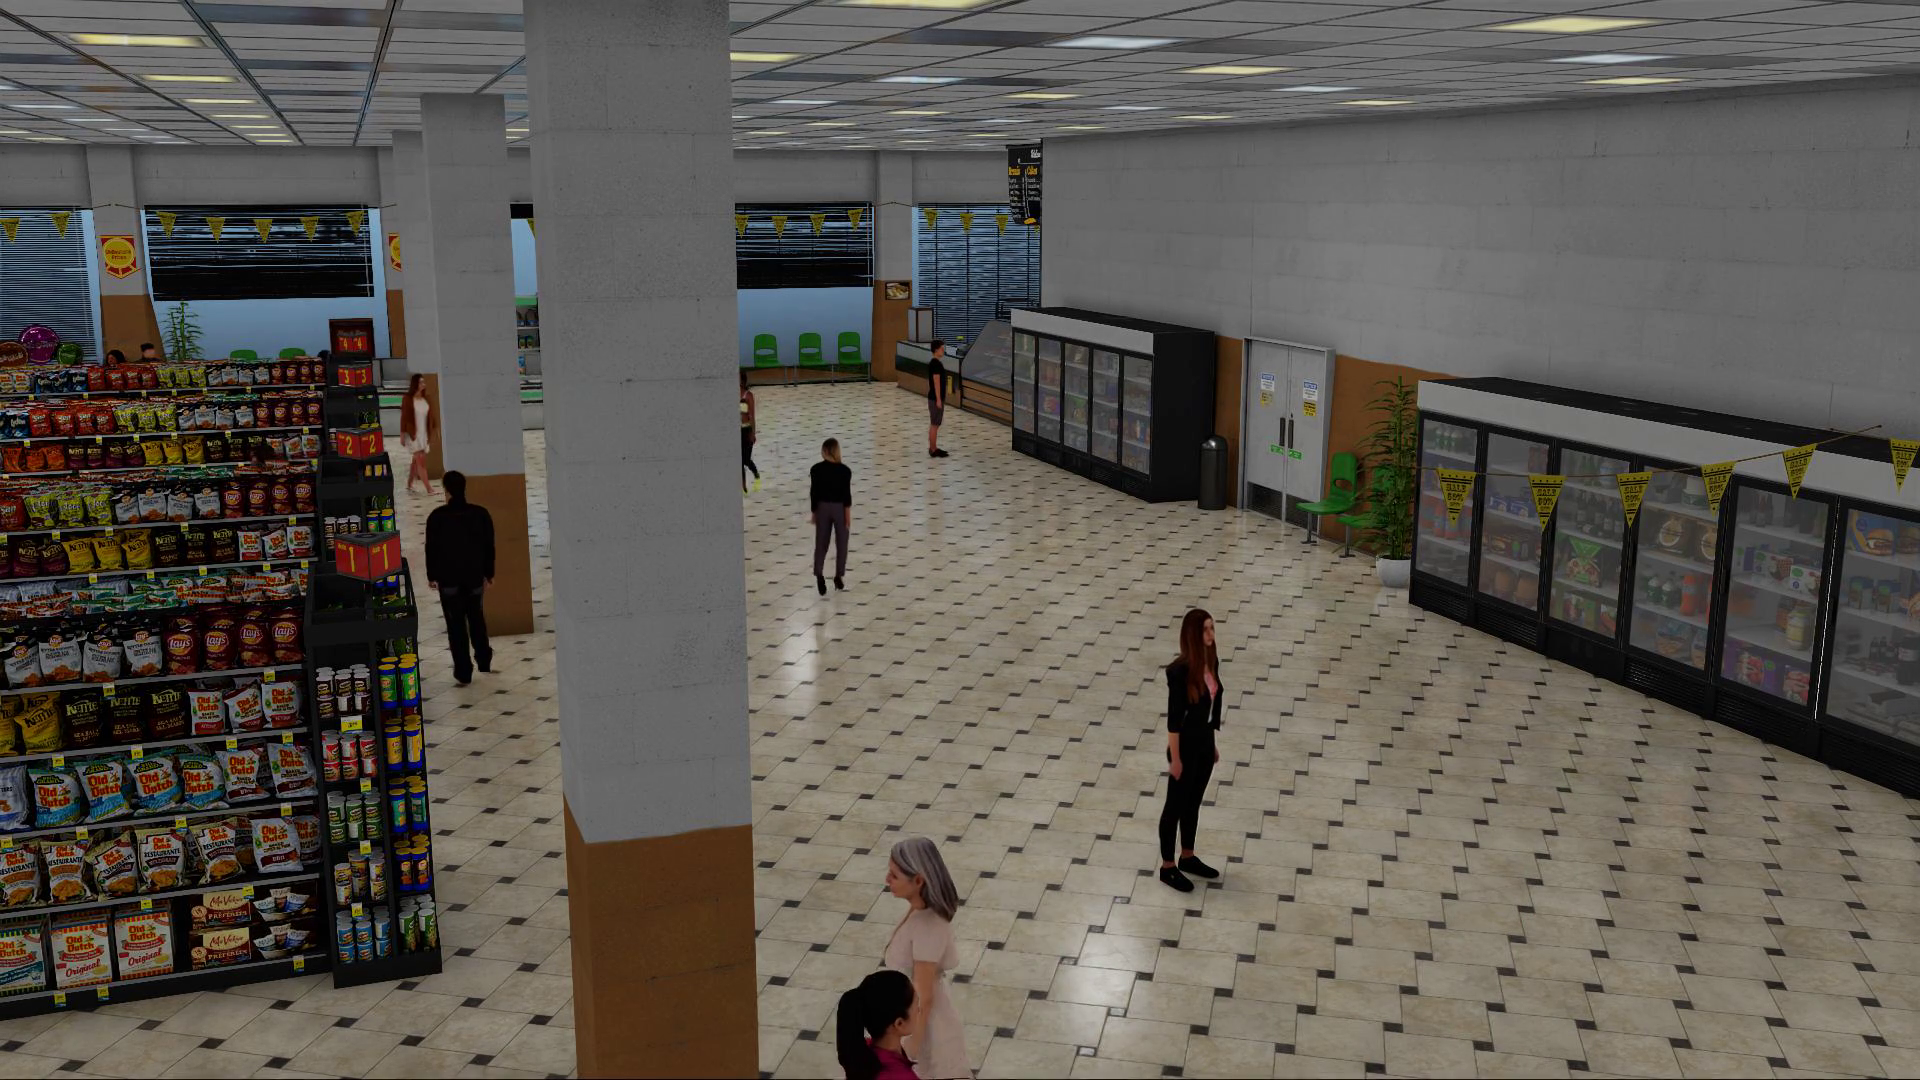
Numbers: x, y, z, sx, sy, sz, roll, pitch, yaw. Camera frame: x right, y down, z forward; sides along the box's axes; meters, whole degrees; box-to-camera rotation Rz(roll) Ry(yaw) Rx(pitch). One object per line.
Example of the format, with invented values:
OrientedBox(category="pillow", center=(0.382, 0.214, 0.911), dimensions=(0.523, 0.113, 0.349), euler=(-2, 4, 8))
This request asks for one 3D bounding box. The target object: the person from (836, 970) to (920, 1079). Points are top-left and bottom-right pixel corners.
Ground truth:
OrientedBox(category="person", center=(-0.314, 2.236, 5.496), dimensions=(0.636, 1.685, 0.618), euler=(-6, 13, -28))

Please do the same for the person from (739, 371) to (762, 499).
OrientedBox(category="person", center=(-2.930, -1.446, 22.840), dimensions=(0.782, 1.743, 0.849), euler=(6, 14, 28))

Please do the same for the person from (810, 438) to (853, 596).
OrientedBox(category="person", center=(-1.349, -0.201, 17.171), dimensions=(1.053, 1.643, 0.961), euler=(1, 12, 6))

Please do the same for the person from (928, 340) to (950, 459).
OrientedBox(category="person", center=(-0.376, -2.255, 26.395), dimensions=(0.688, 1.860, 0.753), euler=(0, 12, -1))

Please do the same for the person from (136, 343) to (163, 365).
OrientedBox(category="person", center=(-13.597, -2.444, 27.856), dimensions=(1.123, 1.629, 1.122), euler=(8, 14, 33))

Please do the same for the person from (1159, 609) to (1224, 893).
OrientedBox(category="person", center=(1.396, 1.247, 10.127), dimensions=(0.729, 1.712, 0.604), euler=(11, 16, 43))

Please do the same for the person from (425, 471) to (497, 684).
OrientedBox(category="person", center=(-4.226, 0.344, 14.147), dimensions=(0.663, 1.823, 0.836), euler=(-7, 14, -30))

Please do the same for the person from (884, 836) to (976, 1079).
OrientedBox(category="person", center=(-0.027, 1.993, 6.593), dimensions=(1.030, 1.707, 0.774), euler=(-1, 12, -4))

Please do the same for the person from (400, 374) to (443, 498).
OrientedBox(category="person", center=(-7.528, -1.435, 22.938), dimensions=(1.063, 1.680, 1.122), euler=(9, 15, 37))
